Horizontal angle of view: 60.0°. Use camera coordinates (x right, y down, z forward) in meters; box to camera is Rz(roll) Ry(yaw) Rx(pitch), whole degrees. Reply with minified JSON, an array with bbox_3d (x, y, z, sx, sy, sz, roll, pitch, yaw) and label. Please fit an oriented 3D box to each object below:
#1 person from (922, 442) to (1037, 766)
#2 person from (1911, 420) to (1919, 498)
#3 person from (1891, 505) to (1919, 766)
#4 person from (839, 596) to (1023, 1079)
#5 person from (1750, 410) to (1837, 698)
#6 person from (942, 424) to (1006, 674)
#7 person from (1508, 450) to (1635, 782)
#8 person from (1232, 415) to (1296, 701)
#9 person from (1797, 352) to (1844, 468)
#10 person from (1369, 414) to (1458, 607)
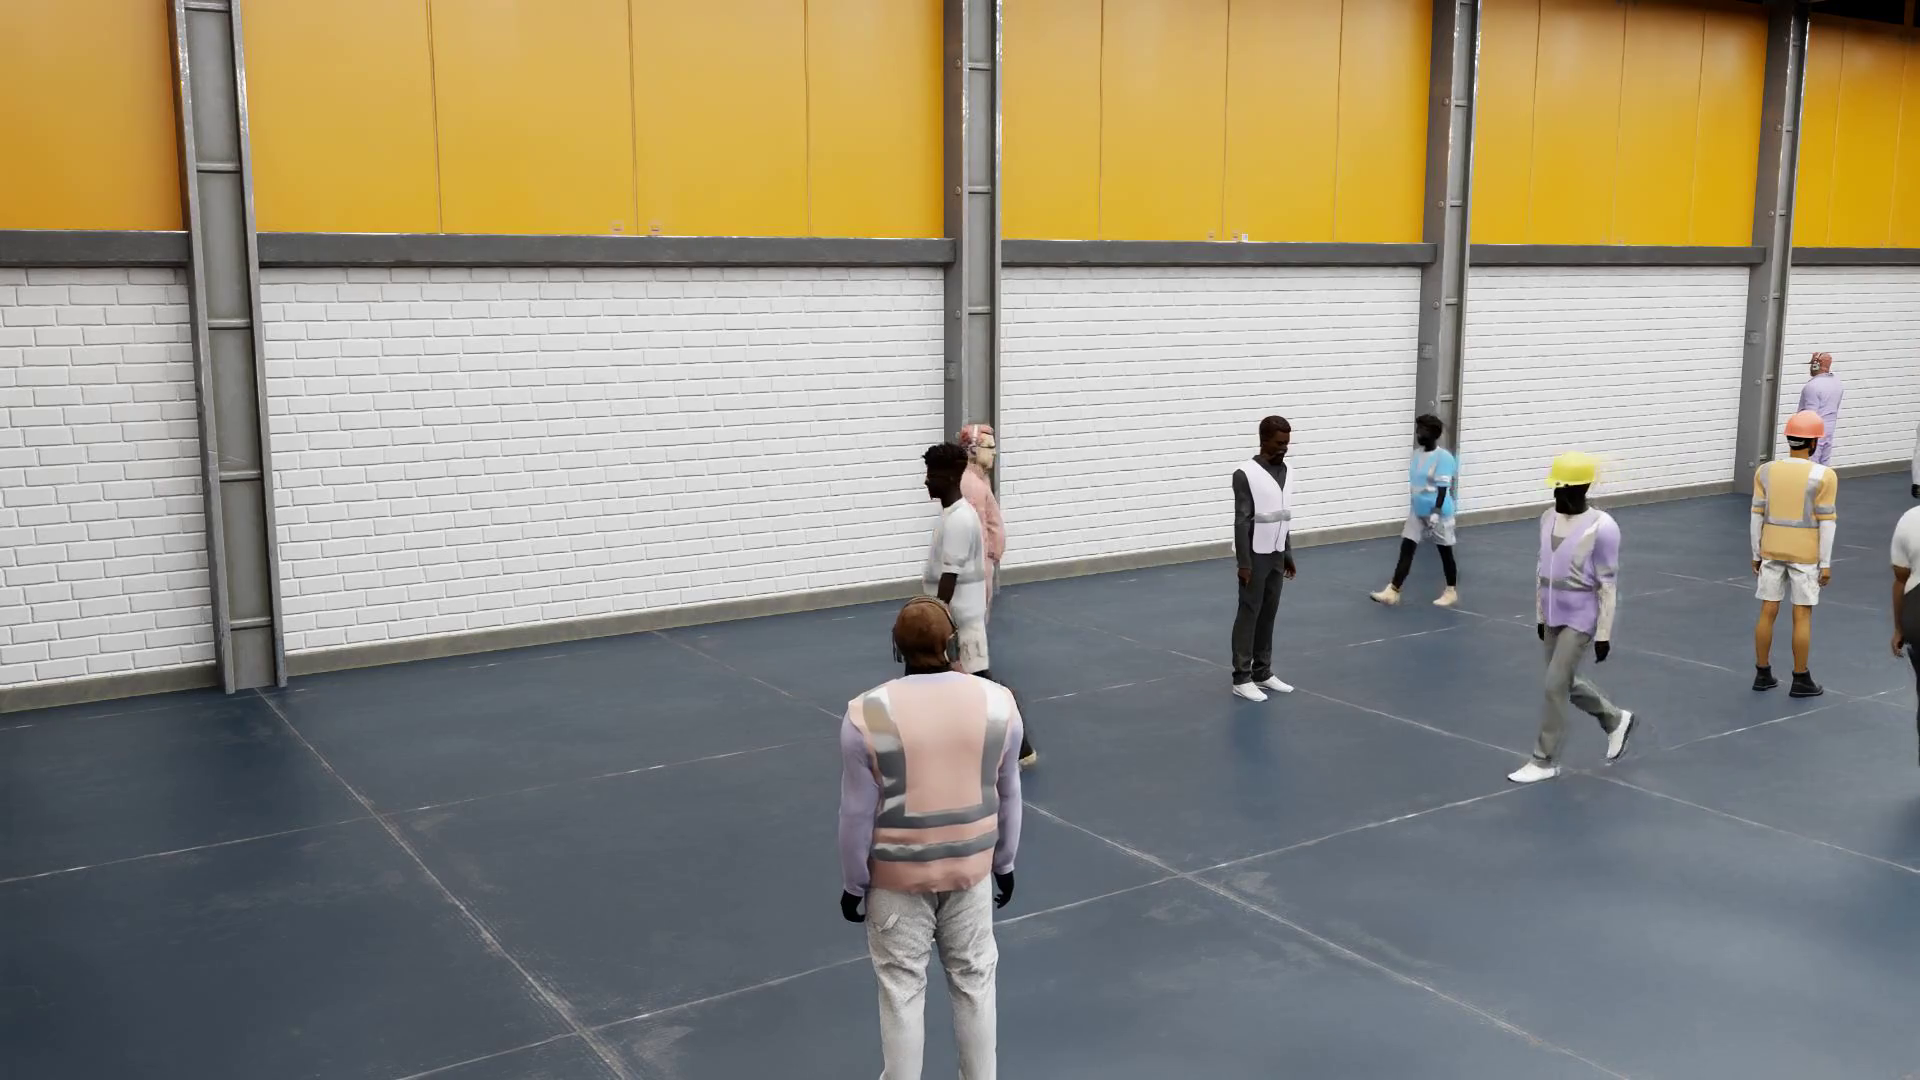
[{"bbox_3d":[-0.017,0.398,9.501,0.994,1.924,0.624,-1,9,-7],"label":"person"},{"bbox_3d":[9.089,-0.525,15.278,0.633,1.839,0.429,4,10,24],"label":"person"},{"bbox_3d":[5.283,0.447,8.815,0.811,2.000,0.694,-9,13,-42],"label":"person"},{"bbox_3d":[-0.105,1.094,5.522,0.633,1.839,0.429,-3,10,-19],"label":"person"},{"bbox_3d":[5.639,0.091,11.266,0.376,1.939,0.547,-7,12,-38],"label":"person"},{"bbox_3d":[0.095,0.209,10.660,0.403,1.904,0.651,-2,10,-11],"label":"person"},{"bbox_3d":[3.516,0.423,9.400,0.806,1.899,0.590,-3,10,-18],"label":"person"},{"bbox_3d":[2.046,0.109,11.234,0.391,1.915,0.587,9,13,43],"label":"person"},{"bbox_3d":[9.910,-1.224,19.287,0.651,1.907,0.409,-7,12,-35],"label":"person"},{"bbox_3d":[3.904,-0.231,14.035,0.850,1.647,0.545,-5,10,-25],"label":"person"}]
